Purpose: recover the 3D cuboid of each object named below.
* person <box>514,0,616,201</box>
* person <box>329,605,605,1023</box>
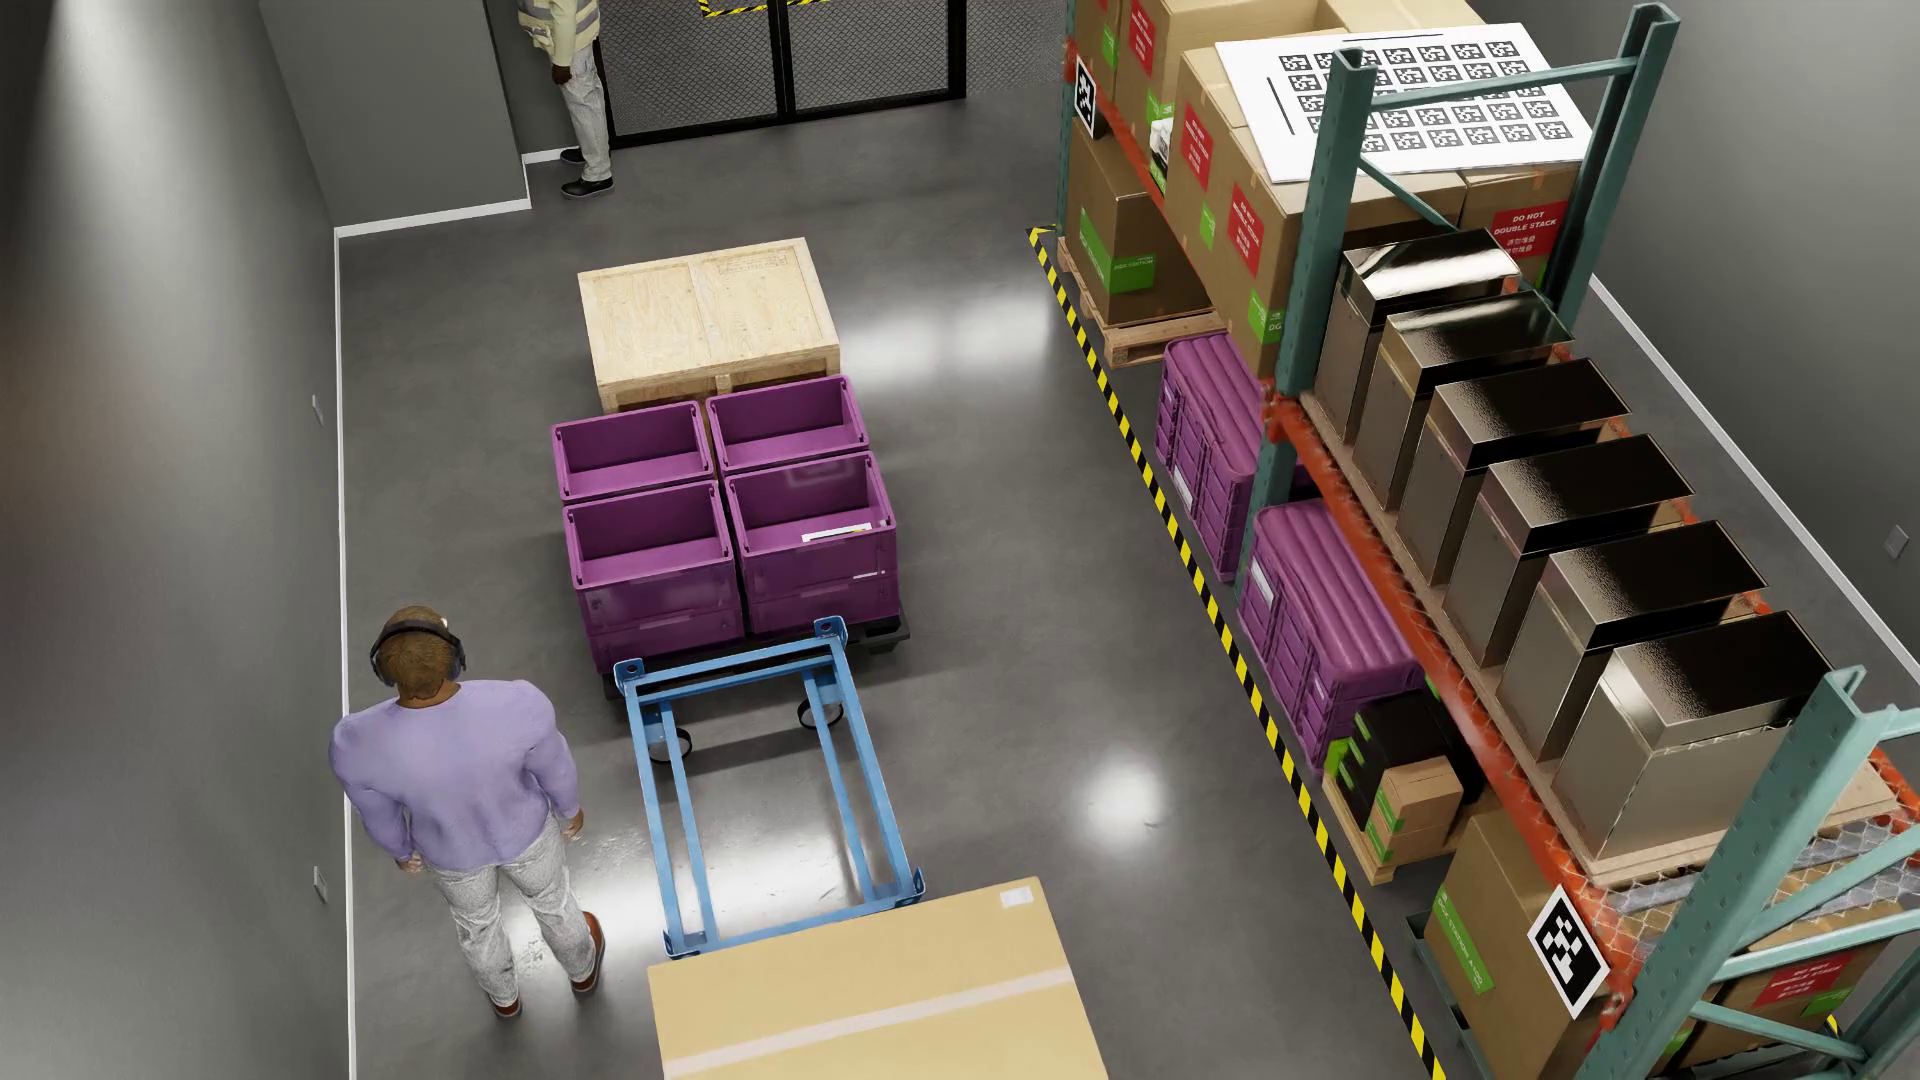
[{"bbox_3d":[-1.991,-2.565,8.313,0.404,1.833,0.588,-6,48,-5],"label":"person"},{"bbox_3d":[-1.458,0.874,5.084,0.631,1.940,0.372,-13,49,-12],"label":"person"}]
